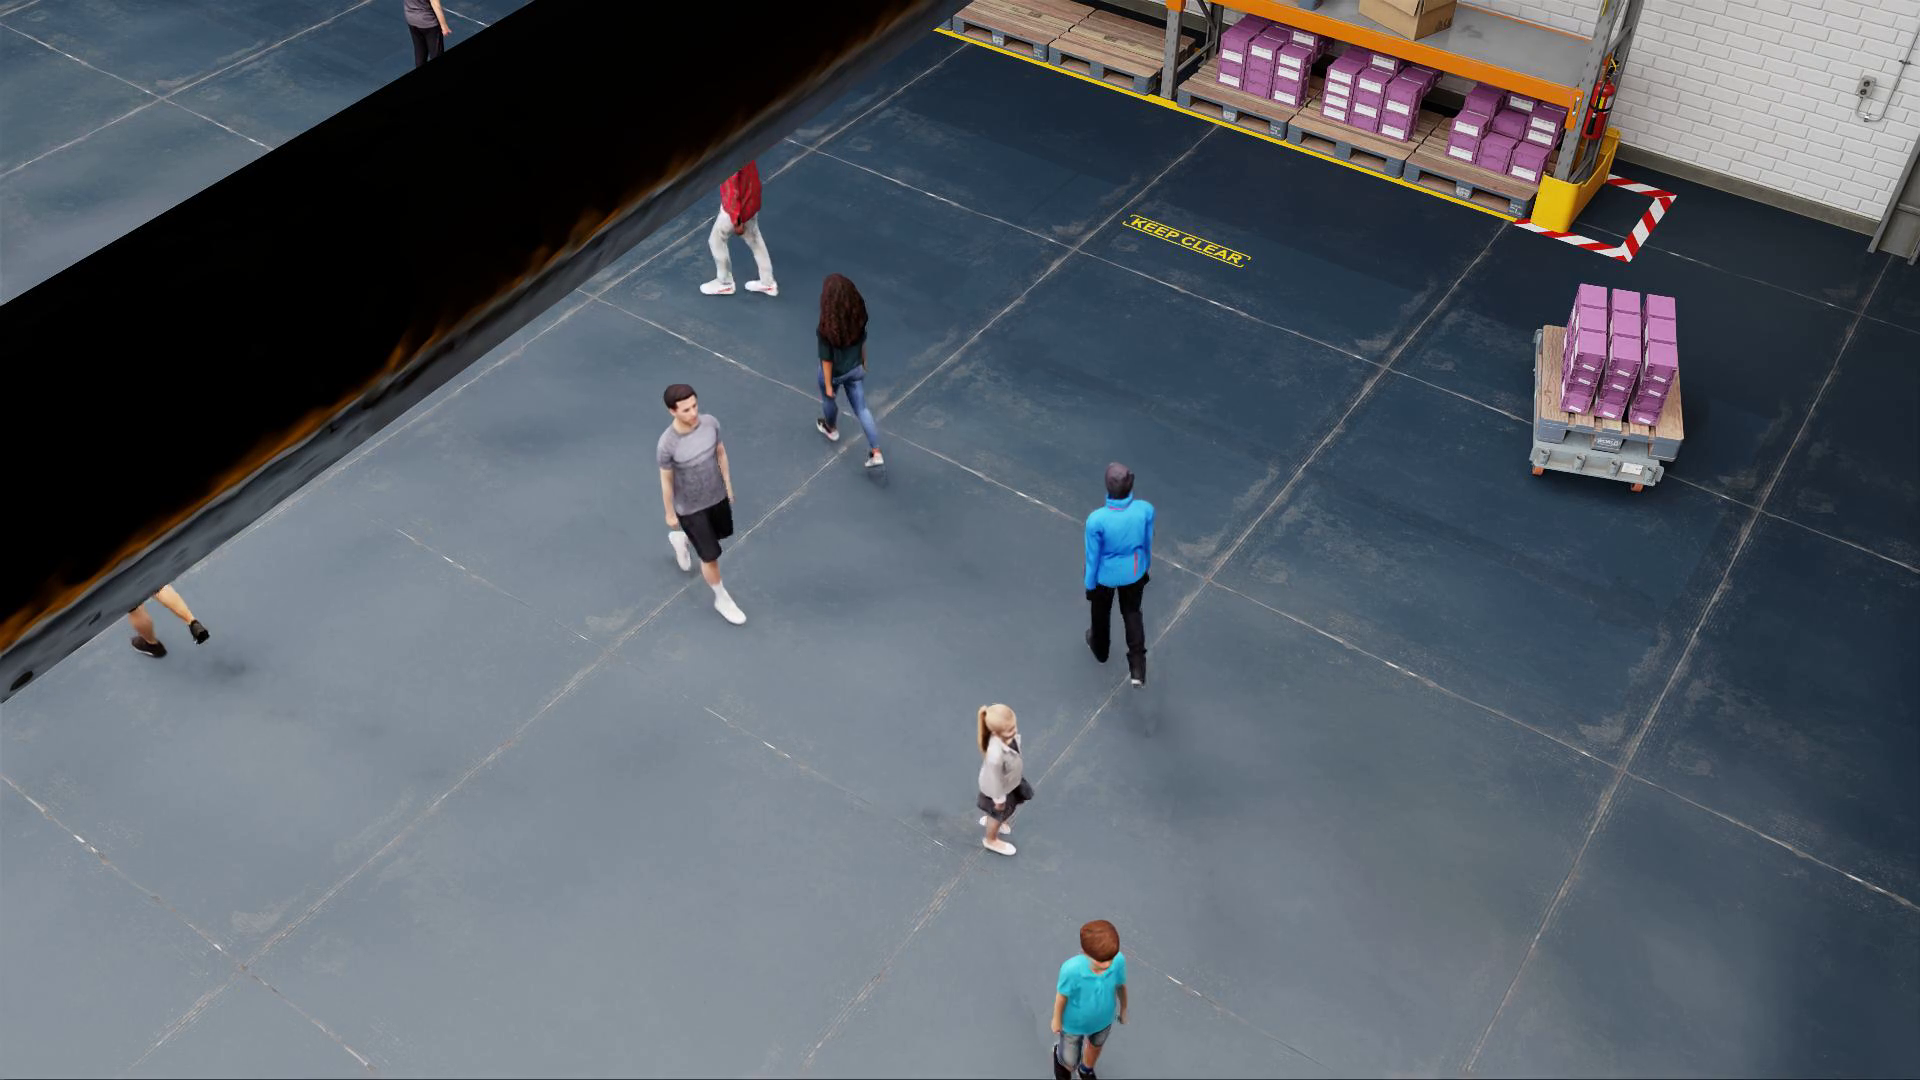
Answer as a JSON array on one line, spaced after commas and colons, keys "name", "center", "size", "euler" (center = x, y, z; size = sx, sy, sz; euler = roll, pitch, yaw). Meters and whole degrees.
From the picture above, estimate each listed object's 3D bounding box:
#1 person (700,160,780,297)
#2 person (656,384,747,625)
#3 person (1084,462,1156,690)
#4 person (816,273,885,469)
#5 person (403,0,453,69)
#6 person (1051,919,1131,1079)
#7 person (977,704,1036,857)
[{"name": "person", "center": [-1.735, -2.775, 13.734], "size": [0.998, 1.798, 0.852], "euler": [12, 45, 12]}, {"name": "person", "center": [-1.794, -0.315, 11.122], "size": [0.801, 1.839, 1.164], "euler": [-34, 53, -30]}, {"name": "person", "center": [1.032, 0.275, 10.547], "size": [0.982, 1.777, 1.057], "euler": [-9, 44, -9]}, {"name": "person", "center": [-0.817, -1.209, 12.244], "size": [0.832, 1.585, 1.152], "euler": [-26, 50, -25]}, {"name": "person", "center": [-5.217, -5.059, 16.155], "size": [0.493, 1.765, 0.701], "euler": [23, 48, 22]}, {"name": "person", "center": [0.635, 2.377, 8.581], "size": [0.666, 1.445, 0.718], "euler": [-13, 45, -14]}, {"name": "person", "center": [0.187, 1.385, 9.752], "size": [0.629, 1.266, 0.589], "euler": [12, 45, 13]}]
